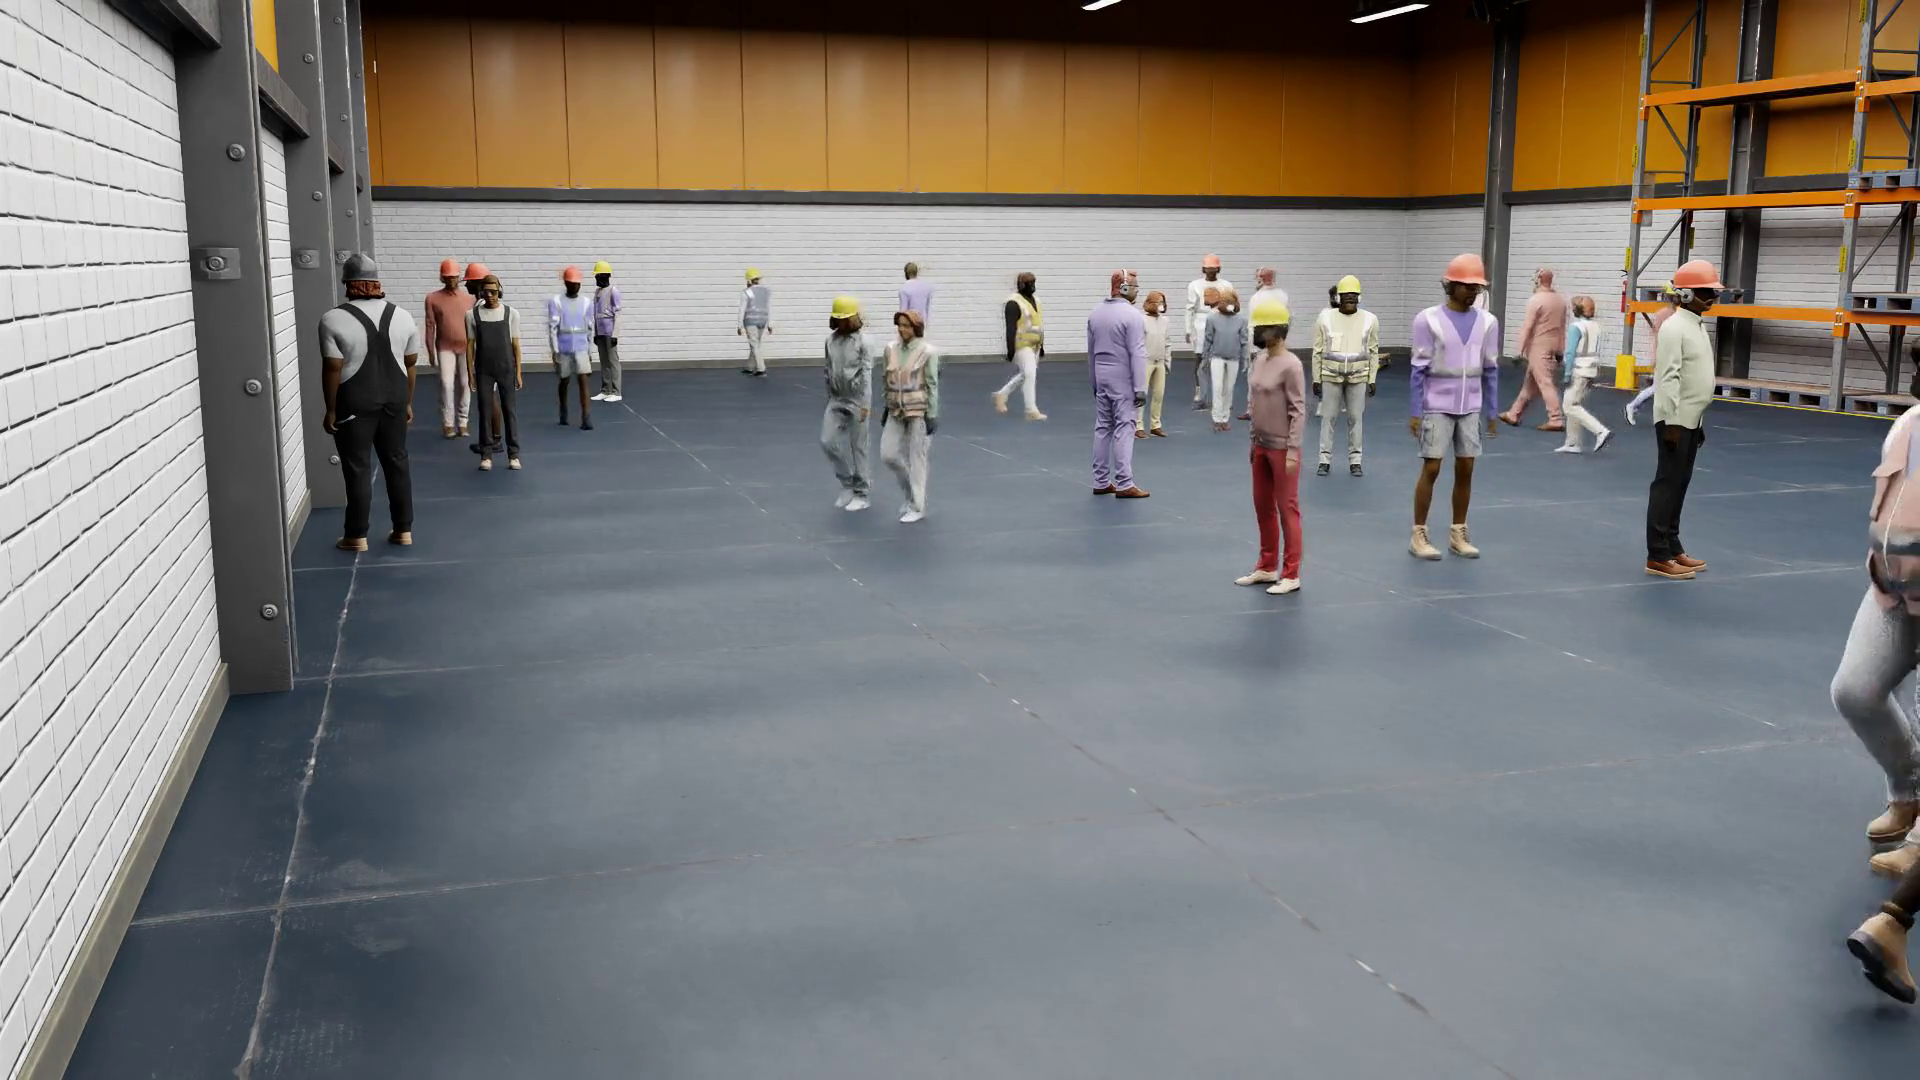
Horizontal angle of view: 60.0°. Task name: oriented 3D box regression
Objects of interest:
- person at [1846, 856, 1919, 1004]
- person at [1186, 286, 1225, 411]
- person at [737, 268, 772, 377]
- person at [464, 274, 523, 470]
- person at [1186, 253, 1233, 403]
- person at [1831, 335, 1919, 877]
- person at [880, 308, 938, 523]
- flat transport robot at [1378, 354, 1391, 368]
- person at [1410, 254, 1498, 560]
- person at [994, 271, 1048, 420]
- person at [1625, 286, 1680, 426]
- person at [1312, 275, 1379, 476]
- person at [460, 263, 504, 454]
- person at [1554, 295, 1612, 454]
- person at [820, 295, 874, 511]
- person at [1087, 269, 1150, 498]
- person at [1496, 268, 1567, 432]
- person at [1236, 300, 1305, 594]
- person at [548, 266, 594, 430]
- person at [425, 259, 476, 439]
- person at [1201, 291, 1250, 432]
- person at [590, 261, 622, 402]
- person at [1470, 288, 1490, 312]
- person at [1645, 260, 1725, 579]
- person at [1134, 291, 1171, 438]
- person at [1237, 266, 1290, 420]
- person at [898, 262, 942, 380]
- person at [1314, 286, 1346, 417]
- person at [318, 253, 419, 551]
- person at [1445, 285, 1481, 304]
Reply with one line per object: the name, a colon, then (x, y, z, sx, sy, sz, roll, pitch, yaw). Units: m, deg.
person: (2.806, 0.464, 4.373, 0.758, 1.673, 0.537, -2, 10, -11)
person: (3.179, -2.445, 21.372, 0.680, 1.603, 0.514, 2, 10, 13)
person: (-3.413, -3.584, 27.470, 0.843, 1.794, 0.613, 9, 13, 42)
person: (-4.384, -1.569, 15.658, 0.505, 1.842, 0.332, -3, 10, -15)
person: (3.395, -2.881, 22.658, 0.612, 2.044, 0.378, 2, 10, 14)
person: (3.181, 0.205, 5.422, 0.445, 1.831, 0.631, -2, 10, -10)
person: (-0.391, -0.941, 12.613, 0.541, 1.624, 0.360, 7, 12, 35)
flat transport robot: (7.261, -3.204, 29.649, 0.652, 0.197, 1.431, 4, 11, 22)
person: (3.298, -0.879, 11.103, 0.615, 2.034, 0.413, -2, 10, -10)
person: (0.743, -2.396, 20.490, 0.760, 1.825, 0.618, 6, 11, 30)
person: (8.112, -2.124, 19.155, 0.532, 1.745, 0.742, -6, 12, -32)
person: (3.525, -1.498, 15.246, 0.598, 1.836, 0.404, 2, 10, 10)
person: (-4.885, -1.850, 16.993, 0.360, 1.936, 0.552, -4, 11, -21)
person: (6.307, -1.655, 16.763, 0.548, 1.623, 0.524, 9, 13, 42)
person: (-0.885, -1.080, 13.169, 0.502, 1.713, 0.391, 6, 11, 31)
person: (1.350, -1.304, 13.929, 0.401, 1.904, 0.648, -6, 12, -33)
person: (6.645, -2.201, 19.247, 0.669, 1.850, 0.980, -8, 12, -38)
person: (1.880, -0.551, 10.018, 0.344, 1.757, 0.562, -3, 10, -18)
person: (-4.544, -2.254, 19.458, 0.545, 1.902, 0.942, -4, 11, -22)
person: (-5.528, -2.087, 18.303, 0.617, 1.963, 0.871, -4, 11, -24)
person: (3.039, -2.020, 18.920, 0.524, 1.600, 0.735, 0, 10, -2)
person: (-4.877, -2.868, 22.914, 0.363, 1.928, 0.587, -9, 13, -42)
person: (7.050, -2.868, 23.125, 0.583, 1.857, 0.839, -2, 10, -13)
person: (4.582, -0.765, 10.543, 0.375, 1.995, 0.609, 7, 12, 36)
person: (2.128, -1.935, 18.399, 0.509, 1.628, 0.283, -7, 12, -34)
person: (3.739, -2.352, 20.052, 0.669, 1.880, 0.787, -7, 12, -34)
person: (-0.655, -3.356, 25.810, 0.635, 1.912, 0.870, -7, 12, -37)
person: (4.748, -2.373, 20.866, 0.564, 1.647, 0.830, 9, 13, 42)
person: (-4.113, -0.952, 11.495, 0.537, 2.000, 0.683, 9, 14, 43)
person: (8.090, -3.504, 26.666, 0.402, 1.904, 0.652, -8, 13, -38)
